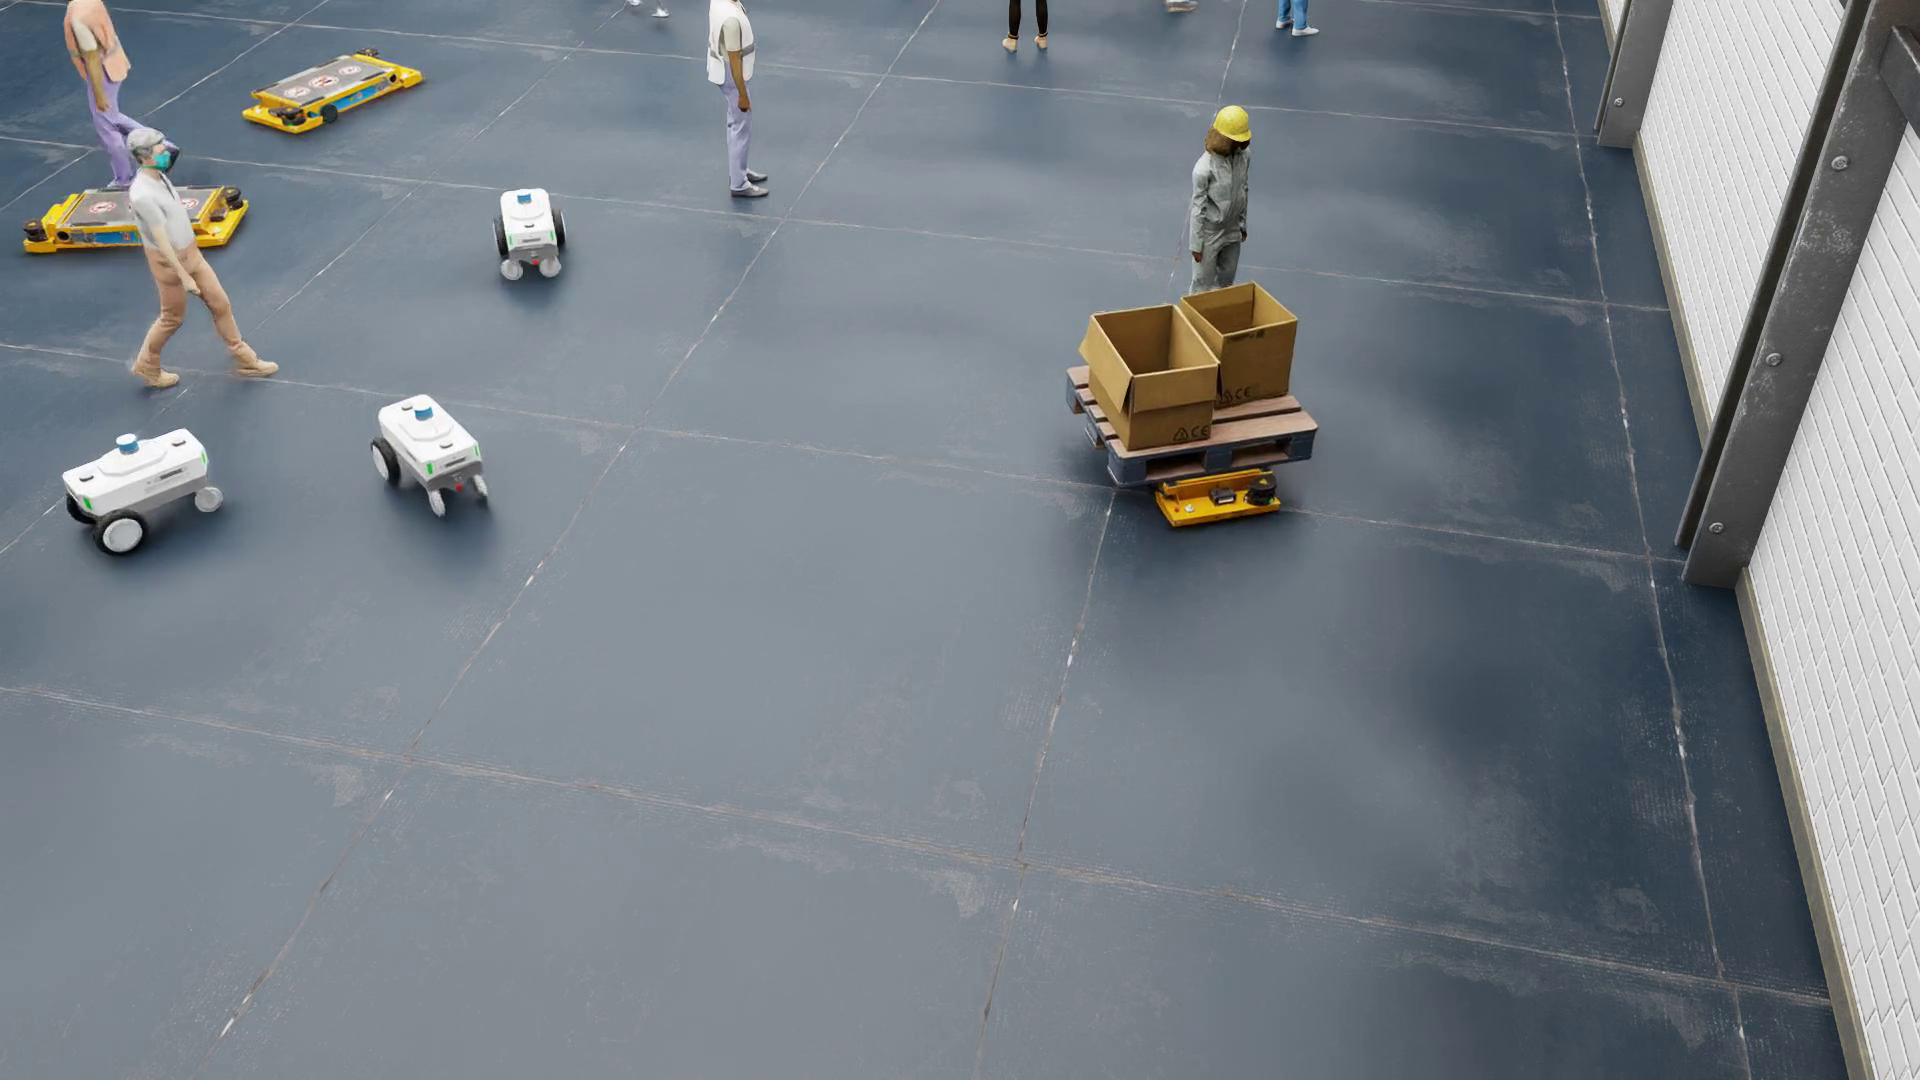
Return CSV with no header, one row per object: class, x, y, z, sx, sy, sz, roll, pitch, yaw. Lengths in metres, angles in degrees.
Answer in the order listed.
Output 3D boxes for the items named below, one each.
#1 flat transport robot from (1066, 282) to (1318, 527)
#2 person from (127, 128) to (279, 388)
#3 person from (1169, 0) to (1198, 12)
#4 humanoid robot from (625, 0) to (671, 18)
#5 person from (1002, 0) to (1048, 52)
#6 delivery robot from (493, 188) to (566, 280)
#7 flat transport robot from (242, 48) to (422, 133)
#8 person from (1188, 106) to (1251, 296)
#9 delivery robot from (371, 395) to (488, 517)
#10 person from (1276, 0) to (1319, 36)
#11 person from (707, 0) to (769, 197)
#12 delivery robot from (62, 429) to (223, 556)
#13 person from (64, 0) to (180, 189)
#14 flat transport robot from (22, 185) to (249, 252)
flat transport robot,1.338,-0.588,10.005,0.659,0.231,1.431,-9,38,-12
person,-4.925,-1.723,10.327,0.852,1.713,0.480,-2,37,-2
person,2.156,-6.016,15.929,0.427,1.869,0.576,-10,38,-13
humanoid robot,-2.963,-5.745,15.721,0.553,1.758,1.045,-27,45,-31
person,0.611,-5.298,15.122,0.532,1.691,0.322,-8,37,-10
delivery robot,-3.113,-2.242,11.995,0.514,0.613,0.785,-10,38,-13
flat transport robot,-5.447,-3.907,14.447,0.659,0.231,1.431,20,41,25
person,1.659,-1.948,10.606,0.488,1.728,0.321,-28,45,-32
delivery robot,-3.101,-0.542,9.721,0.499,0.614,0.791,-26,44,-30
person,3.186,-5.583,15.468,0.365,1.732,0.488,-17,40,-22
person,-1.696,-3.477,12.569,0.411,1.830,0.574,-7,37,-10
delivery robot,-4.650,-0.304,9.403,0.808,0.614,0.499,-29,46,-33
person,-6.458,-3.508,12.602,0.566,1.831,0.588,-8,38,-11
flat transport robot,-6.145,-2.394,12.422,1.431,0.231,0.659,-3,37,-3
